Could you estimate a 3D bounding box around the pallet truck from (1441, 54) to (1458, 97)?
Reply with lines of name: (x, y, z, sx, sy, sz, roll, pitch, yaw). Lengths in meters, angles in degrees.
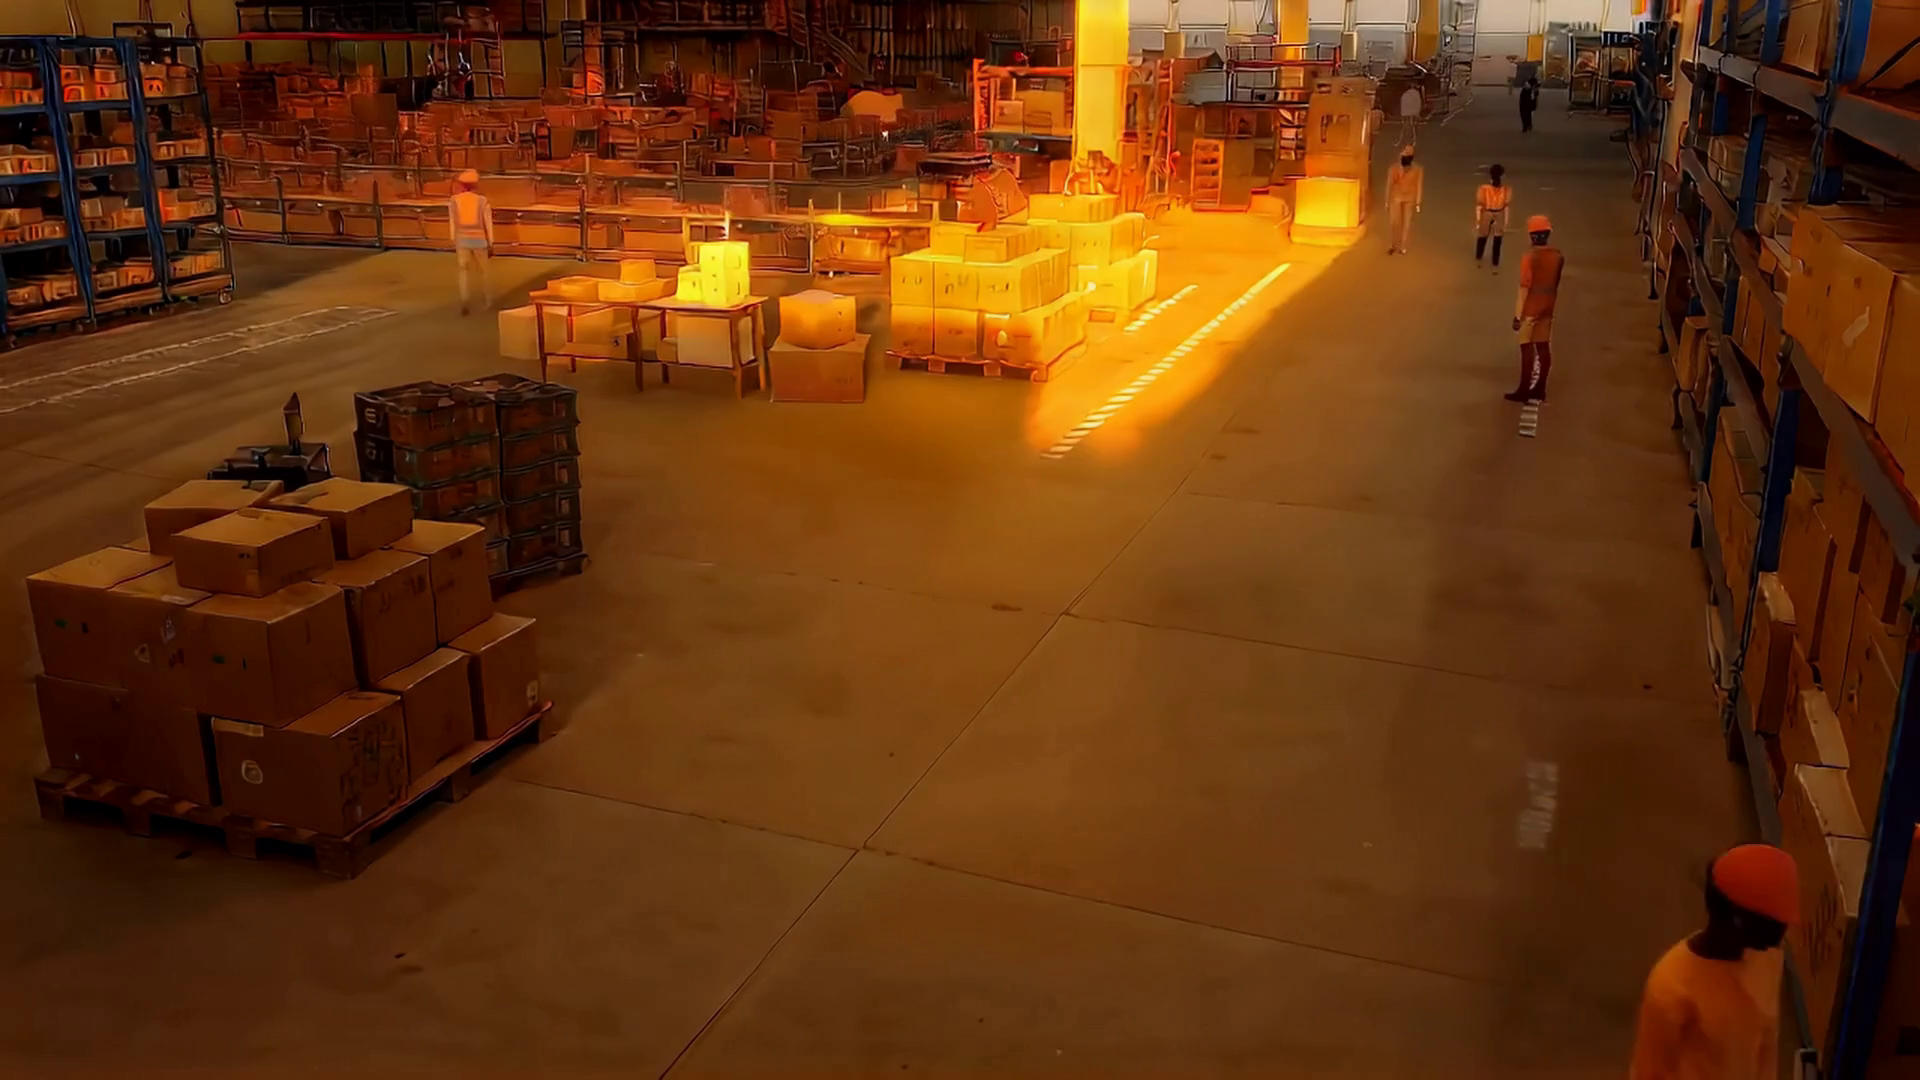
pallet truck: (22.765, -21.886, 78.355, 0.823, 1.965, 1.885, -4, 18, -14)

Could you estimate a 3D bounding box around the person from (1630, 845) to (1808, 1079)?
person: (2.104, 1.643, 4.829, 0.555, 1.743, 0.601, -9, 20, -25)

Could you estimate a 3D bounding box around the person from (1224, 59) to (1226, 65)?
person: (12.144, -20.911, 75.571, 0.394, 1.824, 0.534, 2, 18, 6)

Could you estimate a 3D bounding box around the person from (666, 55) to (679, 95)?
person: (-14.024, -22.586, 80.798, 0.721, 1.863, 0.347, 8, 19, 23)

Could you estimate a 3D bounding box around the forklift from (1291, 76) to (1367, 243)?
forklift: (6.598, -6.755, 29.381, 1.129, 2.768, 1.873, 6, 19, 19)

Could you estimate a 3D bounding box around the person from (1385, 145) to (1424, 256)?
person: (7.321, -5.596, 27.474, 0.618, 1.801, 0.760, 6, 19, 19)

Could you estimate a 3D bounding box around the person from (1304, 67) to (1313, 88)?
person: (14.043, -18.247, 67.089, 0.651, 1.903, 0.594, 14, 22, 38)

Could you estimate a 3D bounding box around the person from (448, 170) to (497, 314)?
person: (-6.568, -4.006, 22.355, 0.617, 1.900, 1.015, -1, 18, -4)

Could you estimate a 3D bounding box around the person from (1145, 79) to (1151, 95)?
person: (6.400, -14.927, 56.989, 0.317, 1.691, 0.535, -9, 20, -26)

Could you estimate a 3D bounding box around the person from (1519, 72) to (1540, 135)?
person: (18.696, -14.353, 54.616, 0.680, 2.000, 0.697, -7, 19, -20)

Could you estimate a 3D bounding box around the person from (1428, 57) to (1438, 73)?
person: (23.046, -22.631, 81.026, 0.624, 1.803, 0.946, -12, 21, -33)

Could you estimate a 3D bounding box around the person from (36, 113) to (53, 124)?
person: (-28.978, -13.648, 52.671, 0.648, 1.882, 0.492, -4, 18, -12)

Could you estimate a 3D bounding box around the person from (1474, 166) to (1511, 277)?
person: (8.191, -4.946, 25.663, 0.530, 1.666, 0.817, 3, 18, 8)

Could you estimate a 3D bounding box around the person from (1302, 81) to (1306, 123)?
person: (11.006, -13.968, 53.886, 0.529, 1.749, 0.641, -13, 22, -35)

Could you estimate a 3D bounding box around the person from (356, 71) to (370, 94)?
person: (-19.417, -14.235, 54.284, 0.566, 2.036, 0.637, -13, 22, -35)

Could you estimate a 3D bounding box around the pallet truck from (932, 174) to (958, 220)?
pallet truck: (-0.507, -5.292, 27.348, 0.653, 1.274, 1.630, 6, 19, 19)

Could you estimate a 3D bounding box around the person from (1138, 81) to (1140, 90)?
person: (9.193, -24.033, 85.180, 0.405, 1.946, 0.610, 3, 18, 10)

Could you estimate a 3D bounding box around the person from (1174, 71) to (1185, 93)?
person: (7.634, -15.219, 57.507, 0.833, 1.938, 0.620, 8, 19, 24)

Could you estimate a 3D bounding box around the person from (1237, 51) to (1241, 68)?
person: (14.942, -25.313, 89.333, 1.007, 1.878, 0.610, 14, 23, 38)

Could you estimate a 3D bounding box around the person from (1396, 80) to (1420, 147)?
person: (13.437, -12.797, 49.884, 0.632, 1.957, 0.987, -4, 18, -14)

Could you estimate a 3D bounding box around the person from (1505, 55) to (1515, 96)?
person: (26.283, -22.199, 79.490, 0.429, 1.913, 0.600, 0, 18, 1)

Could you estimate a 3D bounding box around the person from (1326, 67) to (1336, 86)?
person: (18.444, -23.119, 82.673, 0.486, 1.729, 0.470, 9, 20, 26)

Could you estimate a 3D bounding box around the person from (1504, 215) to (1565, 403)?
person: (5.918, -2.376, 17.168, 0.542, 1.928, 0.374, -9, 20, -27)

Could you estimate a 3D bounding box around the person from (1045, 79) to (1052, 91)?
person: (3.486, -18.315, 67.443, 1.019, 1.807, 0.541, -3, 18, -9)

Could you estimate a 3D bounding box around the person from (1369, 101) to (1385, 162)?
person: (11.103, -10.953, 44.621, 0.505, 1.611, 0.633, 10, 20, 30)

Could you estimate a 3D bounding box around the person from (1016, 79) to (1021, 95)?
person: (2.366, -18.270, 67.141, 0.814, 1.912, 0.548, 1, 18, 4)
